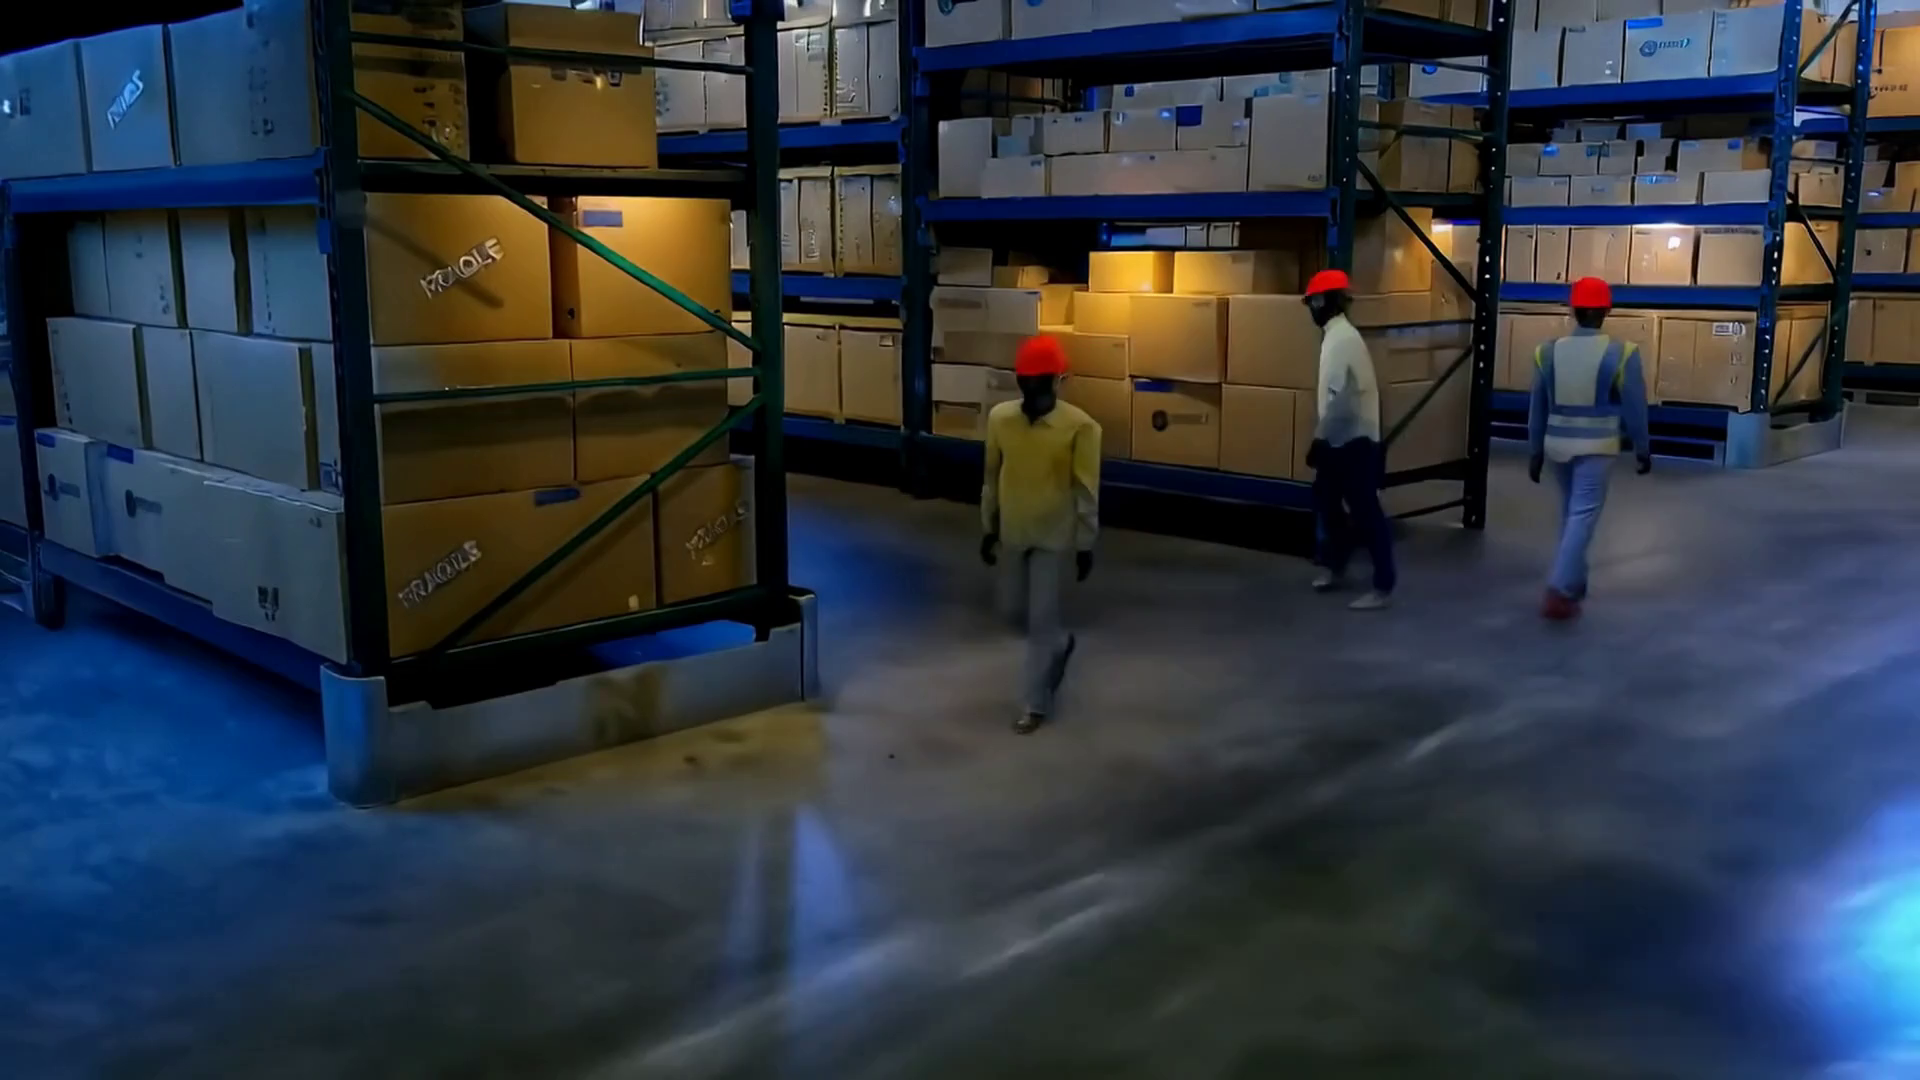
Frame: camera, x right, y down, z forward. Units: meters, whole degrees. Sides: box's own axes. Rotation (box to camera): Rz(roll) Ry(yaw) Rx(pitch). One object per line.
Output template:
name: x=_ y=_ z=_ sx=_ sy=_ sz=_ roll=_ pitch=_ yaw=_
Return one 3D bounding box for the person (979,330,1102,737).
person: x=0.371 y=-0.049 z=7.233 sx=0.575 sy=1.734 sz=0.593 roll=8 pitch=13 yaw=36

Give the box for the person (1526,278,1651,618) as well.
person: x=3.537 y=-0.526 z=9.434 sx=0.620 sy=1.900 sz=1.013 roll=10 pitch=14 yaw=43

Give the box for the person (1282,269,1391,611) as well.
person: x=2.198 y=-0.591 z=9.664 sx=0.769 sy=1.938 sz=0.698 roll=3 pitch=11 yaw=14
